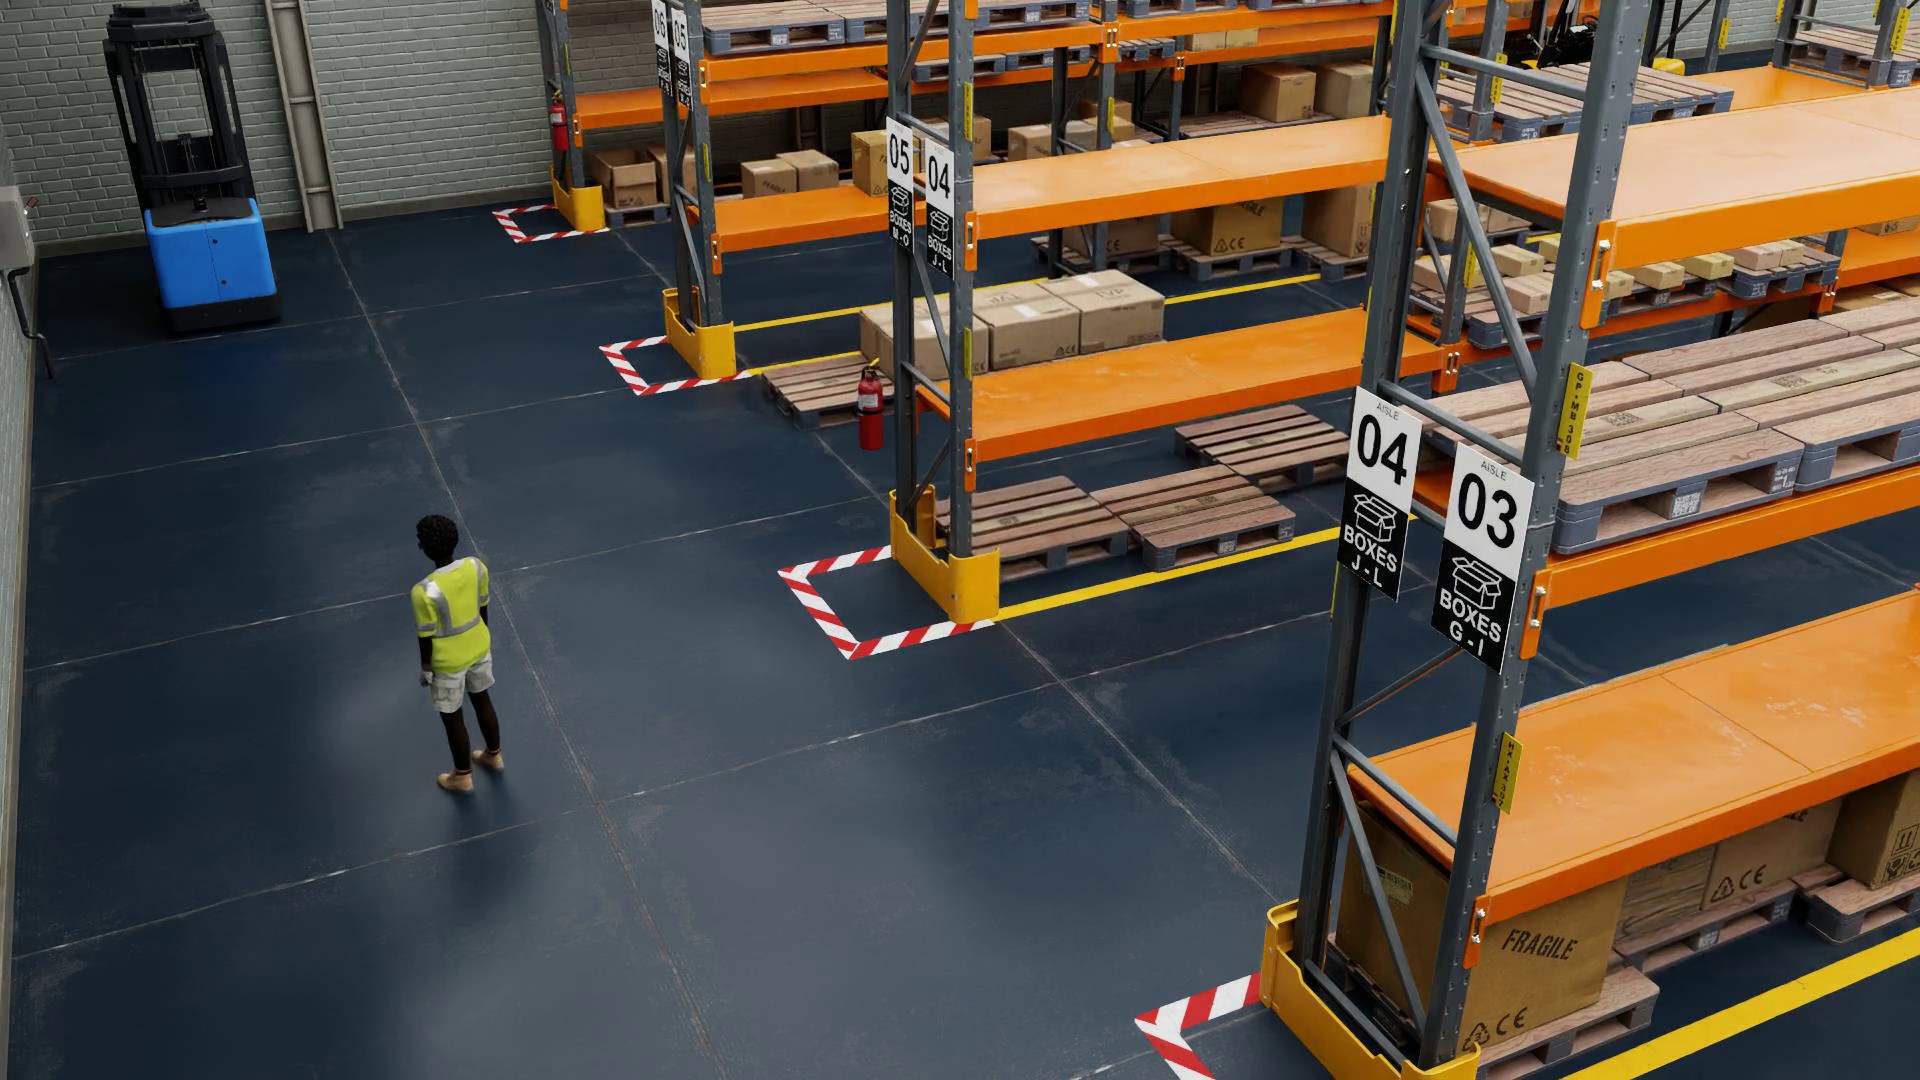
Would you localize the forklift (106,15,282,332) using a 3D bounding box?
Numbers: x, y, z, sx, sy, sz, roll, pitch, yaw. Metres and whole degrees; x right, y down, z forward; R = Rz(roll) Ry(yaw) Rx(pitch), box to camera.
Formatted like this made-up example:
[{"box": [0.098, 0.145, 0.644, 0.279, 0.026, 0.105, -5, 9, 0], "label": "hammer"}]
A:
[{"box": [-7.548, -3.672, 16.323, 1.129, 2.768, 1.873, -12, 30, -22], "label": "forklift"}]

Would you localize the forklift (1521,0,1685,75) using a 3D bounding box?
[{"box": [8.950, -6.807, 23.056, 1.214, 2.155, 2.313, -12, 30, -22], "label": "forklift"}]

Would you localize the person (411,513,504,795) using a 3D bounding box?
[{"box": [-2.821, 0.636, 9.343, 0.321, 1.686, 0.537, 13, 30, 24], "label": "person"}]
